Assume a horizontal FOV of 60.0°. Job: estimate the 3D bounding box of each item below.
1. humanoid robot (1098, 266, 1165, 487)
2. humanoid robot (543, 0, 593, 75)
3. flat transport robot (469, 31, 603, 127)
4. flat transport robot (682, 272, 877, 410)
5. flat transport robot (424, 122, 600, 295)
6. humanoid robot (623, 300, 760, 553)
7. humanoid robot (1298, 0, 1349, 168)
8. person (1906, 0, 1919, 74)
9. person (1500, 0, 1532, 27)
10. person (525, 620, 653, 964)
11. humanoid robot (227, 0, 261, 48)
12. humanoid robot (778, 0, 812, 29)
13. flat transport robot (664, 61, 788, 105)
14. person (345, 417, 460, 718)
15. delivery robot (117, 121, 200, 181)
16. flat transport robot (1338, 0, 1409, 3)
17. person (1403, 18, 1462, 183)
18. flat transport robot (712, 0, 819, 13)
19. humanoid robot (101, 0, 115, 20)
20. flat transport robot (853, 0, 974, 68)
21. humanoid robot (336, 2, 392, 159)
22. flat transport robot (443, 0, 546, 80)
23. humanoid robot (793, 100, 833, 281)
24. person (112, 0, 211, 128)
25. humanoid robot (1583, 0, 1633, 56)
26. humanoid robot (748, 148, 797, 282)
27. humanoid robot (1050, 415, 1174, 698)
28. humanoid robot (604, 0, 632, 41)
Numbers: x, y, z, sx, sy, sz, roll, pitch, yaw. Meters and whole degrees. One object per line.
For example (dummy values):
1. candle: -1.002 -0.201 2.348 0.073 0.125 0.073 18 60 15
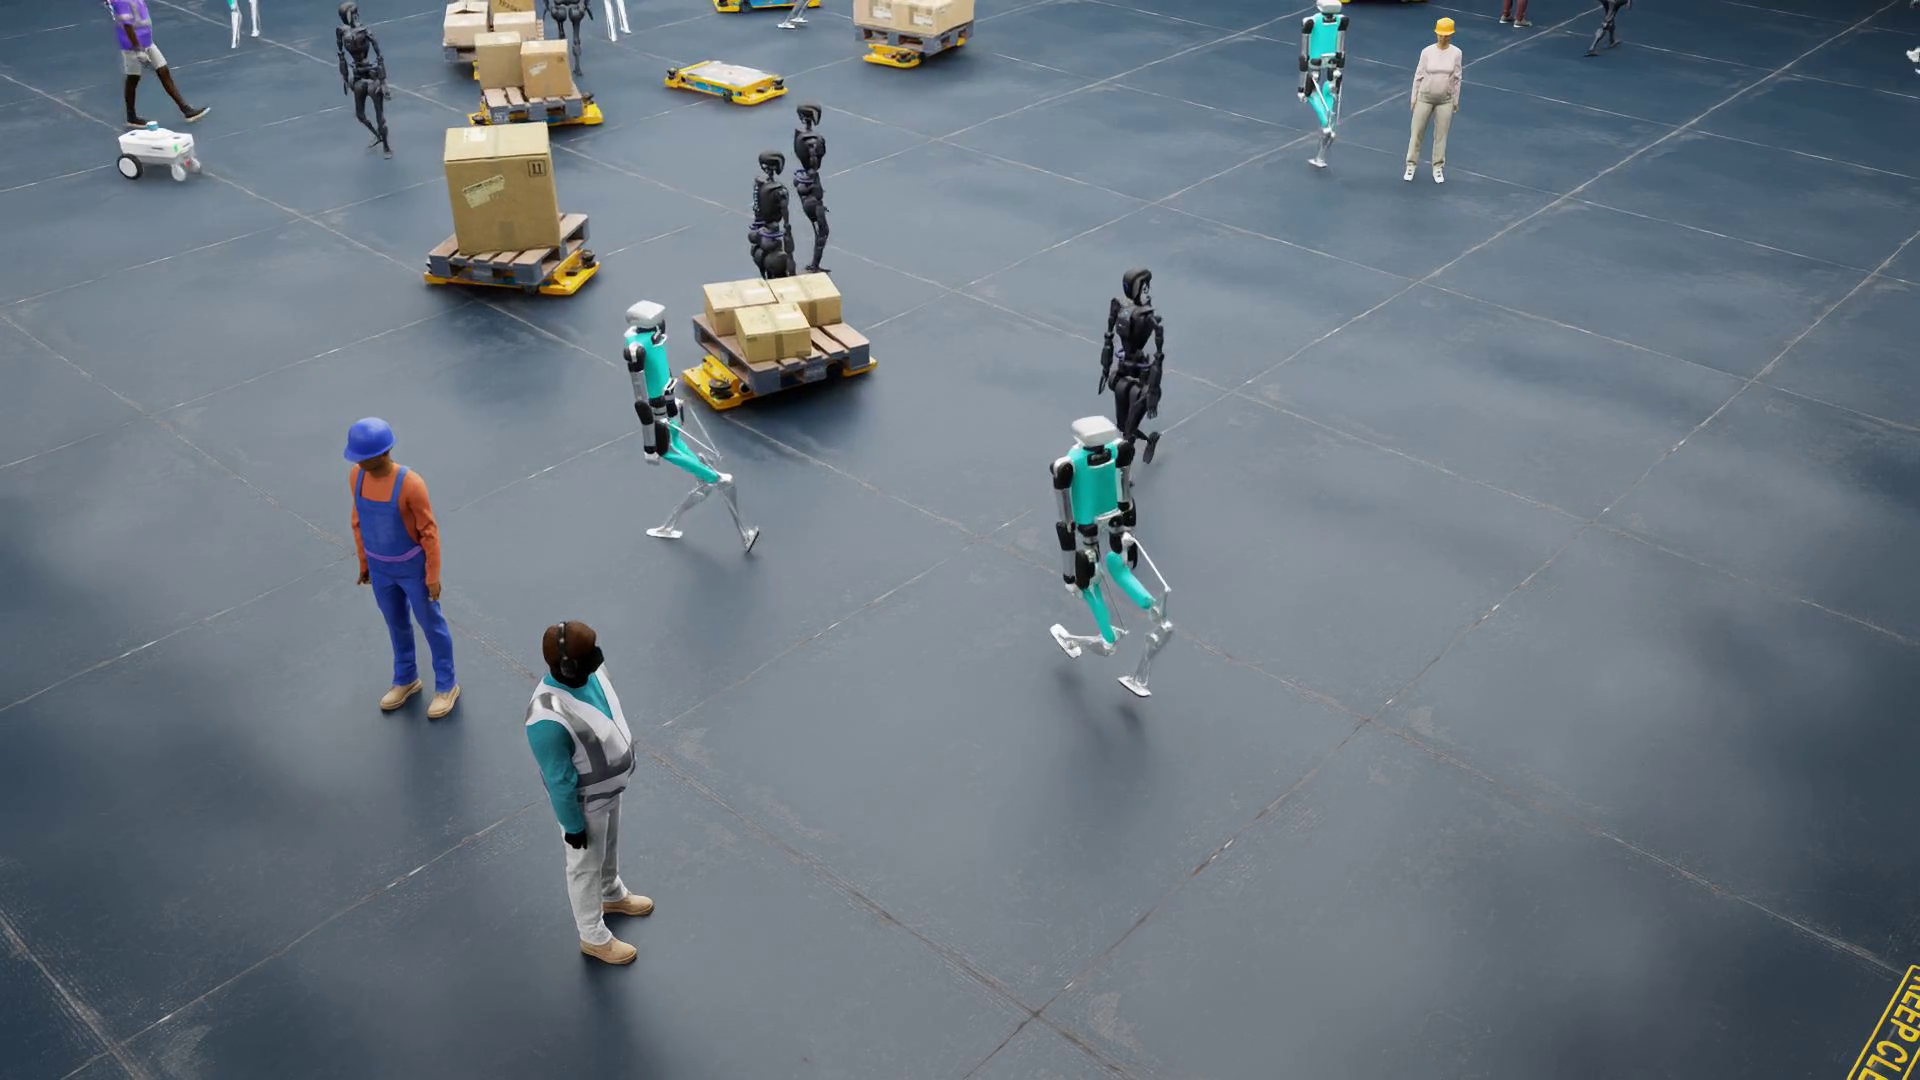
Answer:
1. humanoid robot: 1.273 -1.163 11.717 0.666 1.638 0.585 -24 39 -34
2. humanoid robot: -4.831 -6.567 20.405 0.609 1.629 0.470 -8 33 -13
3. flat transport robot: -4.854 -4.873 19.002 1.431 0.231 0.659 -11 33 -17
4. flat transport robot: -1.457 -1.419 13.438 1.431 0.231 0.659 -18 36 -27
5. flat transport robot: -4.078 -2.499 15.178 1.431 0.231 0.659 7 32 11
6. humanoid robot: -1.682 -0.707 10.916 0.961 1.767 0.531 5 32 7
7. humanoid robot: 3.842 -4.624 17.267 0.539 1.856 0.751 -12 34 -18
8. person: 12.023 -6.605 20.524 0.514 1.600 0.829 -2 32 -3
9. person: 7.600 -7.823 22.295 0.377 1.808 0.543 -16 35 -23
10. person: -1.722 1.162 7.790 0.429 1.846 0.632 4 32 6
11. humanoid robot: -9.383 -7.290 21.548 0.545 1.779 0.889 3 32 6
12. humanoid robot: -2.156 -7.700 22.113 0.680 1.751 0.544 13 34 21
13. flat transport robot: -2.825 -5.521 20.045 1.431 0.231 0.659 21 38 30
14. person: -3.157 0.151 9.364 0.521 1.903 0.370 9 33 15
15. delivery robot: -8.426 -4.106 17.466 0.746 0.565 0.499 7 32 11
16. flat transport robot: 5.986 -7.910 23.891 1.431 0.231 0.659 -4 32 -7
17. person: 4.874 -4.511 17.071 0.478 1.693 0.337 5 32 9
18. flat transport robot: -2.758 -7.672 23.508 1.431 0.231 0.659 -8 33 -12
19. humanoid robot: -10.301 -6.635 20.475 0.539 1.837 0.669 -13 34 -19
20. flat transport robot: -0.571 -6.360 21.395 0.659 0.231 1.431 18 36 26
21. humanoid robot: -6.319 -4.934 17.774 0.614 1.647 0.468 12 34 19
22. flat transport robot: -5.825 -6.091 20.962 0.659 0.231 1.431 -6 32 -10
23. humanoid robot: -1.286 -3.095 14.793 0.359 1.649 0.613 -7 32 -11
24. person: -9.052 -5.548 18.533 0.999 1.896 0.685 -2 32 -3
25. humanoid robot: 8.357 -7.013 21.152 0.778 1.620 0.583 -14 34 -21
26. humanoid robot: -1.546 -2.423 13.722 0.318 1.653 0.596 -21 37 -30
27. humanoid robot: 0.893 0.182 9.476 0.536 1.714 1.050 -20 37 -29
28. humanoid robot: -4.539 -7.429 21.707 0.538 1.762 0.750 -13 34 -20
